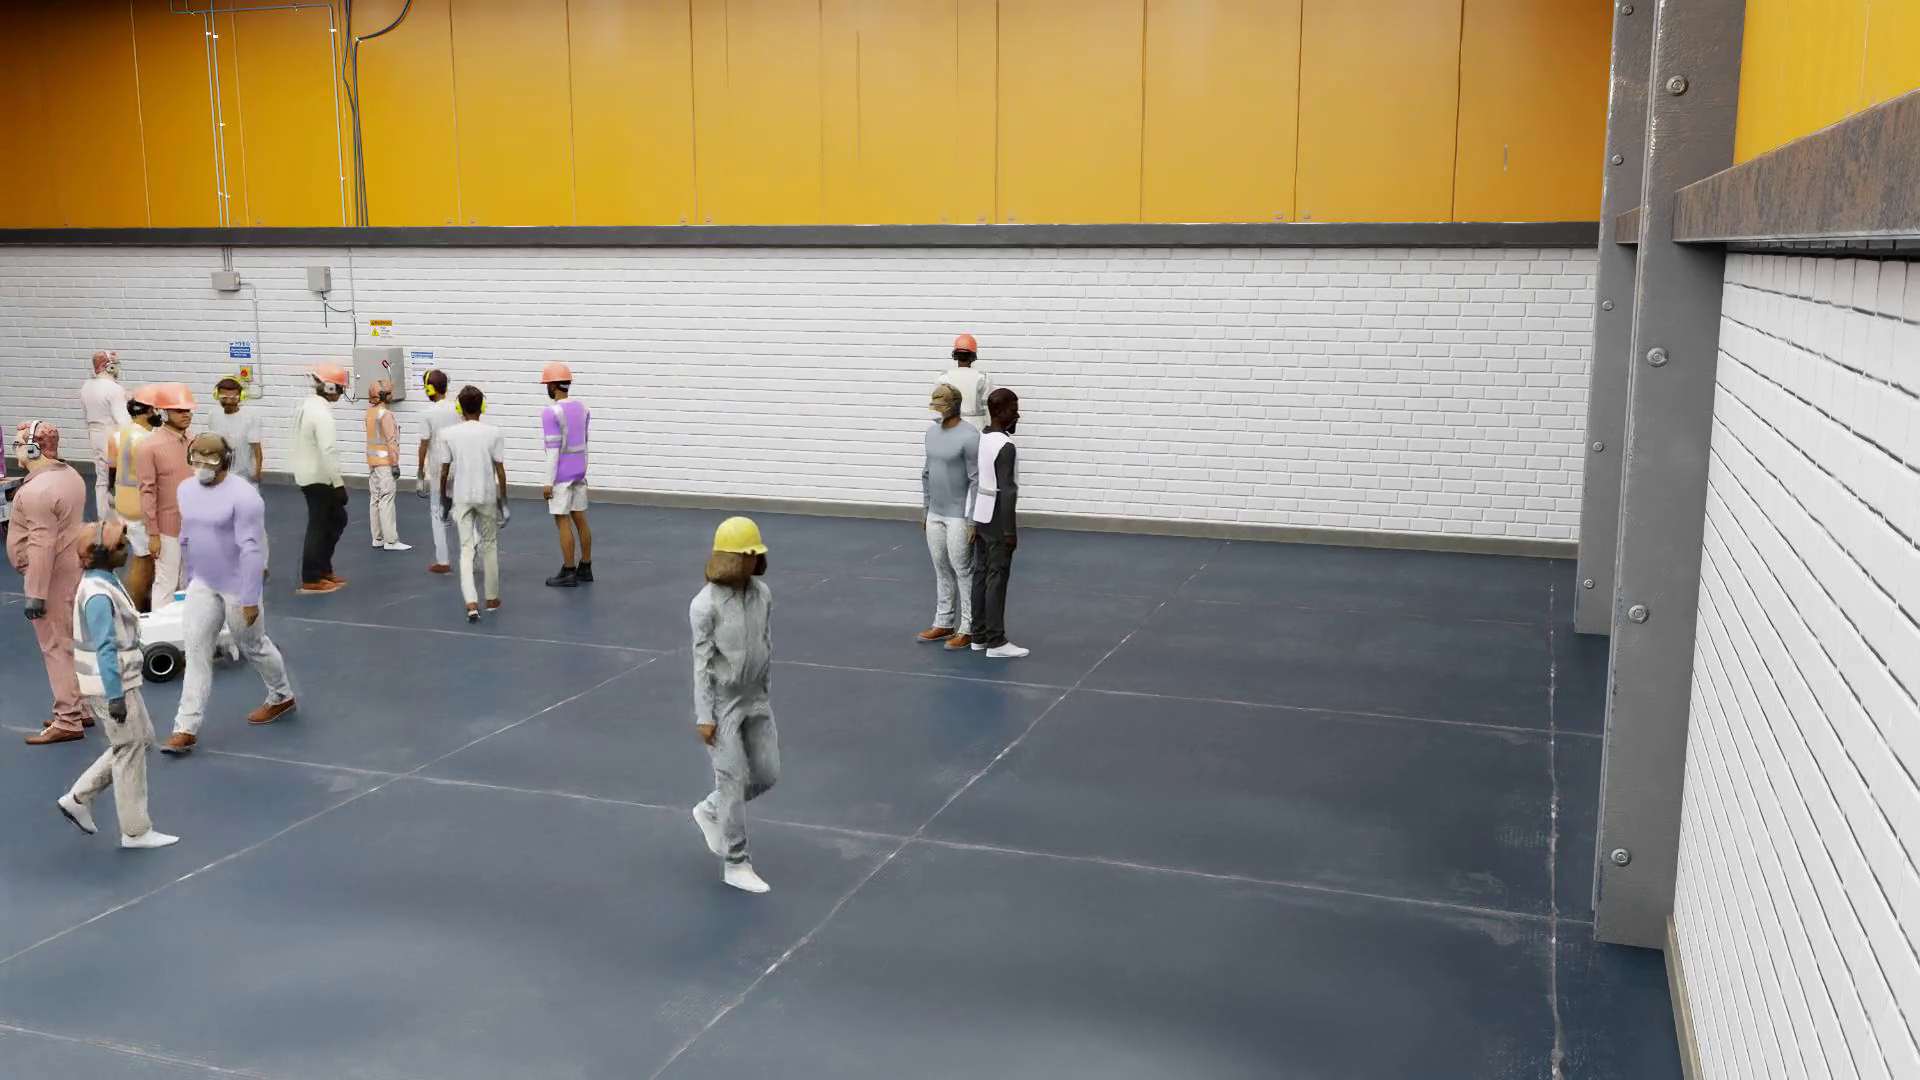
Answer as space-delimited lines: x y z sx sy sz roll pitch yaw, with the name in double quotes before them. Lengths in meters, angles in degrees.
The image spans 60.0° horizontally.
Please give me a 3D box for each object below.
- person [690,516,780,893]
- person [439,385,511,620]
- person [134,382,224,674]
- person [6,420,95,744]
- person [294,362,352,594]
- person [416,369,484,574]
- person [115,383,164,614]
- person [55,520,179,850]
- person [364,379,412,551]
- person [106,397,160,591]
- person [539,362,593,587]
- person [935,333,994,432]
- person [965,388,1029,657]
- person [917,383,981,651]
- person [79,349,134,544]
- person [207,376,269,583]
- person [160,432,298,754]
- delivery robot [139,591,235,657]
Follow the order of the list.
"person" -1.063 0.735 7.580 0.487 1.731 0.483 8 13 36
"person" -3.819 -0.297 13.081 0.540 1.838 0.795 -2 10 -12
"person" -5.367 -0.094 11.477 0.392 1.995 0.612 4 11 19
"person" -5.385 0.242 9.833 0.410 1.909 0.643 -2 10 -12
"person" -5.323 -0.504 13.908 0.546 1.948 0.638 -5 11 -27
"person" -4.502 -0.585 14.691 0.650 1.844 0.580 8 13 39
"person" -6.087 -0.221 12.467 0.508 1.894 0.583 -6 12 -30
"person" -4.097 0.708 8.002 0.440 1.625 0.542 -5 11 -26
"person" -5.534 -0.716 15.978 0.312 1.642 0.512 -9 13 -41
"person" -7.013 -0.423 14.299 0.552 1.646 0.874 -6 12 -30
"person" -3.410 -0.563 14.290 0.378 1.932 0.551 4 11 24
"person" 0.052 -1.046 16.703 0.608 2.044 0.371 1 10 5
"person" 0.245 -0.125 11.878 0.389 1.916 0.590 -4 11 -21
"person" -0.060 -0.171 12.076 0.354 1.936 0.635 -8 13 -38
"person" -8.300 -0.913 16.332 0.643 1.912 0.410 6 12 32
"person" -6.150 -0.472 14.101 0.499 1.822 0.912 0 10 -1
"person" -4.316 0.276 9.787 0.685 1.873 1.040 4 11 20
"delivery robot" -5.319 0.591 11.410 0.707 0.478 0.477 -9 13 -41
